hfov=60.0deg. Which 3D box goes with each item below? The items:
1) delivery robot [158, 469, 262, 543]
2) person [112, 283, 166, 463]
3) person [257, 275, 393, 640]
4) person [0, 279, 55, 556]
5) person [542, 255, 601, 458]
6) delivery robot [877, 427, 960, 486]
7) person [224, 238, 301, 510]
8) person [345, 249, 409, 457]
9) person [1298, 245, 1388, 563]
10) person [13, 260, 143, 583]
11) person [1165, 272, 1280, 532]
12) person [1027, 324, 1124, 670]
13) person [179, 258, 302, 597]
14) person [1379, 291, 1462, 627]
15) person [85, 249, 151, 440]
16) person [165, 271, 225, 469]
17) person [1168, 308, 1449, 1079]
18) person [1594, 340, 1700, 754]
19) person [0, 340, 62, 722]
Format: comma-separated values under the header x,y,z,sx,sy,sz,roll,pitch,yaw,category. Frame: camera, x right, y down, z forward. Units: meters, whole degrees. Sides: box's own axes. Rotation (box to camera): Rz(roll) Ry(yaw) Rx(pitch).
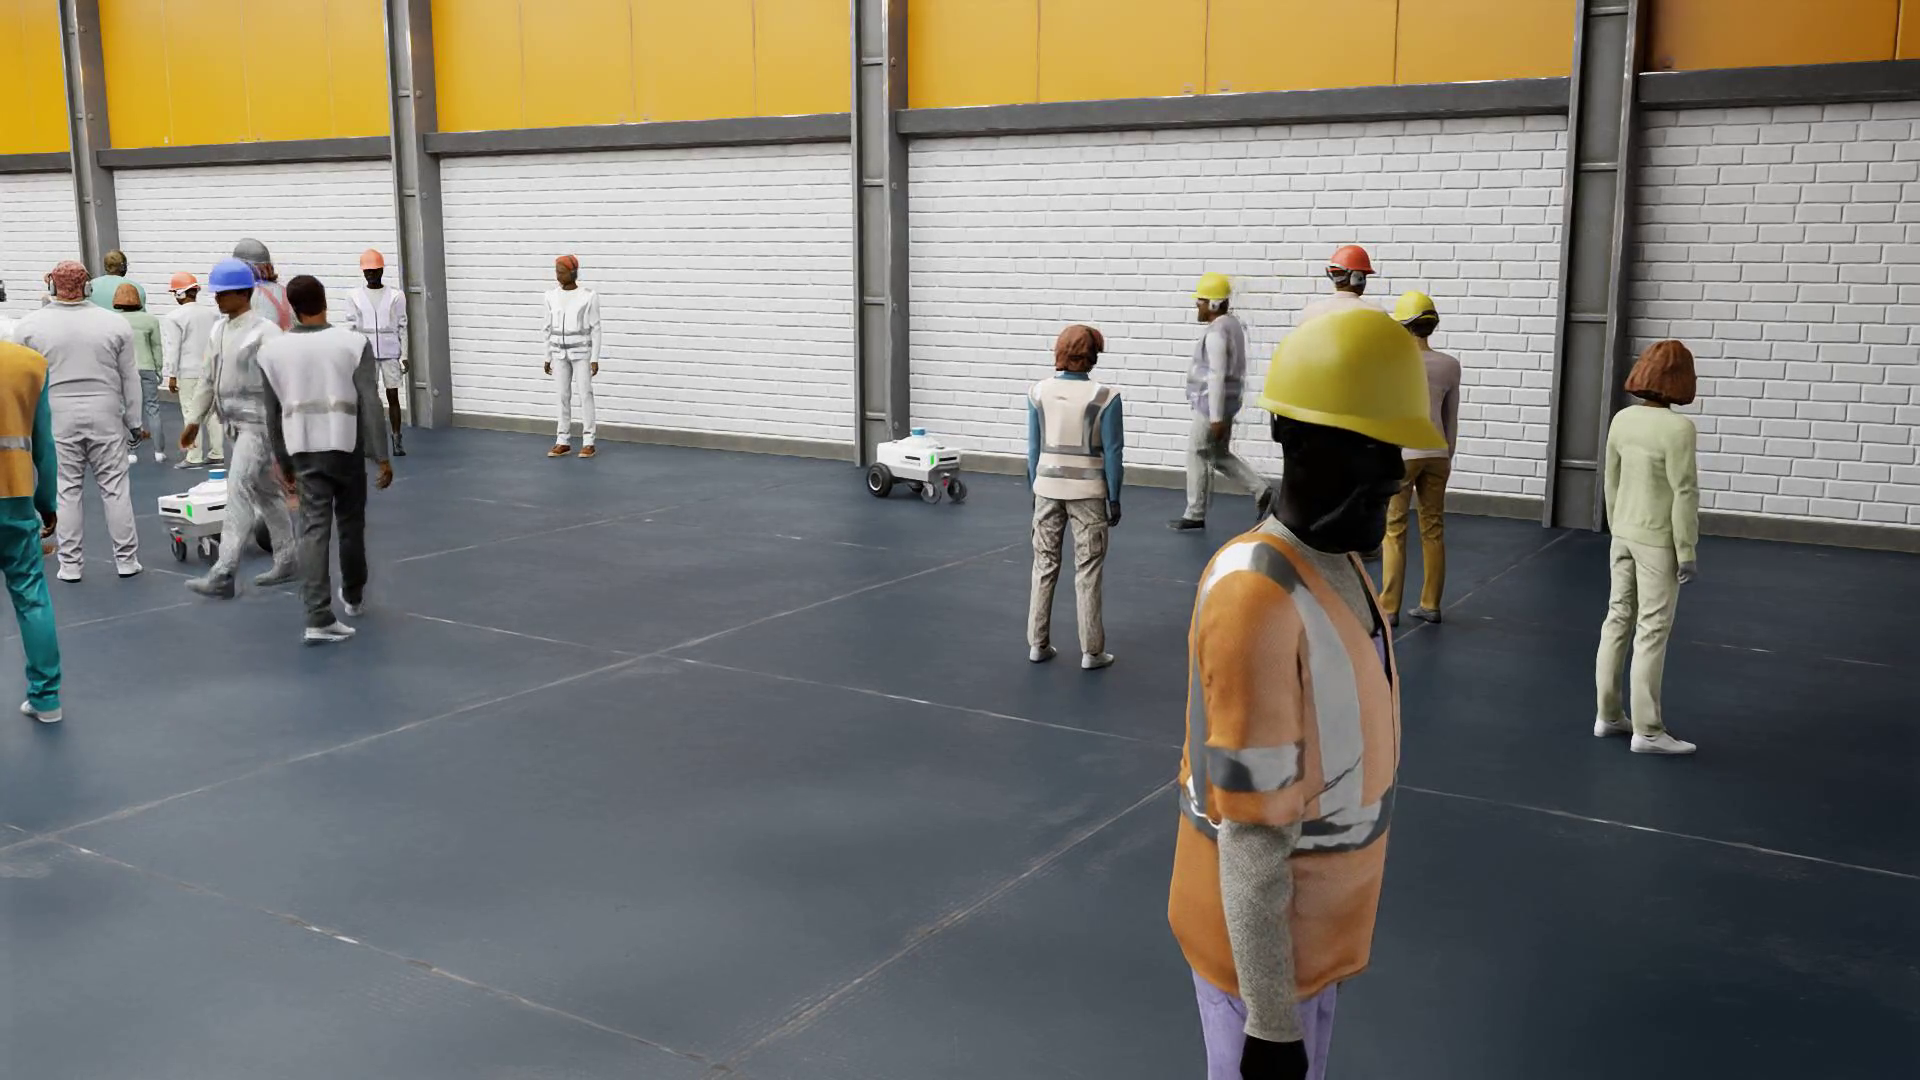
x,y,z,sx,sy,sz,roll,pitch,yaw,category
-4.743,-0.210,10.654,0.477,0.478,0.707,6,12,29,delivery robot
-7.525,-1.517,15.162,0.498,1.634,0.282,-7,13,-35,person
-3.271,-0.441,8.635,0.661,1.844,0.996,-2,10,-9,person
-6.029,-0.758,10.346,0.593,1.869,0.629,1,10,5,person
-3.624,-1.704,15.510,0.577,1.883,0.353,2,11,13,person
-0.323,-0.637,13.021,0.477,0.478,0.707,-9,14,-42,delivery robot
-5.162,-1.184,12.192,0.536,2.000,0.676,2,10,8,person
-5.439,-1.740,15.554,0.551,1.936,0.357,-3,11,-17,person
2.414,-0.853,10.491,0.612,1.991,0.391,7,12,34,person
-5.216,-0.702,9.890,0.654,1.906,0.407,-6,12,-30,person
1.825,-0.934,11.440,0.701,1.808,0.593,4,11,22,person
0.538,-0.201,7.896,0.509,1.630,0.316,6,12,30,person
-4.184,-0.634,9.492,0.621,1.905,0.904,8,13,39,person
2.368,-0.422,8.752,0.525,1.760,0.341,-3,11,-18,person
-8.467,-1.951,16.767,0.630,1.934,0.368,1,10,3,person
-6.829,-1.507,14.803,0.349,1.744,0.566,4,11,21,person
0.527,0.608,2.592,0.383,1.922,0.587,4,11,21,person
2.749,0.025,6.617,0.278,1.634,0.498,-2,11,-13,person
-4.001,-0.149,6.828,0.384,1.911,0.595,9,13,39,person
